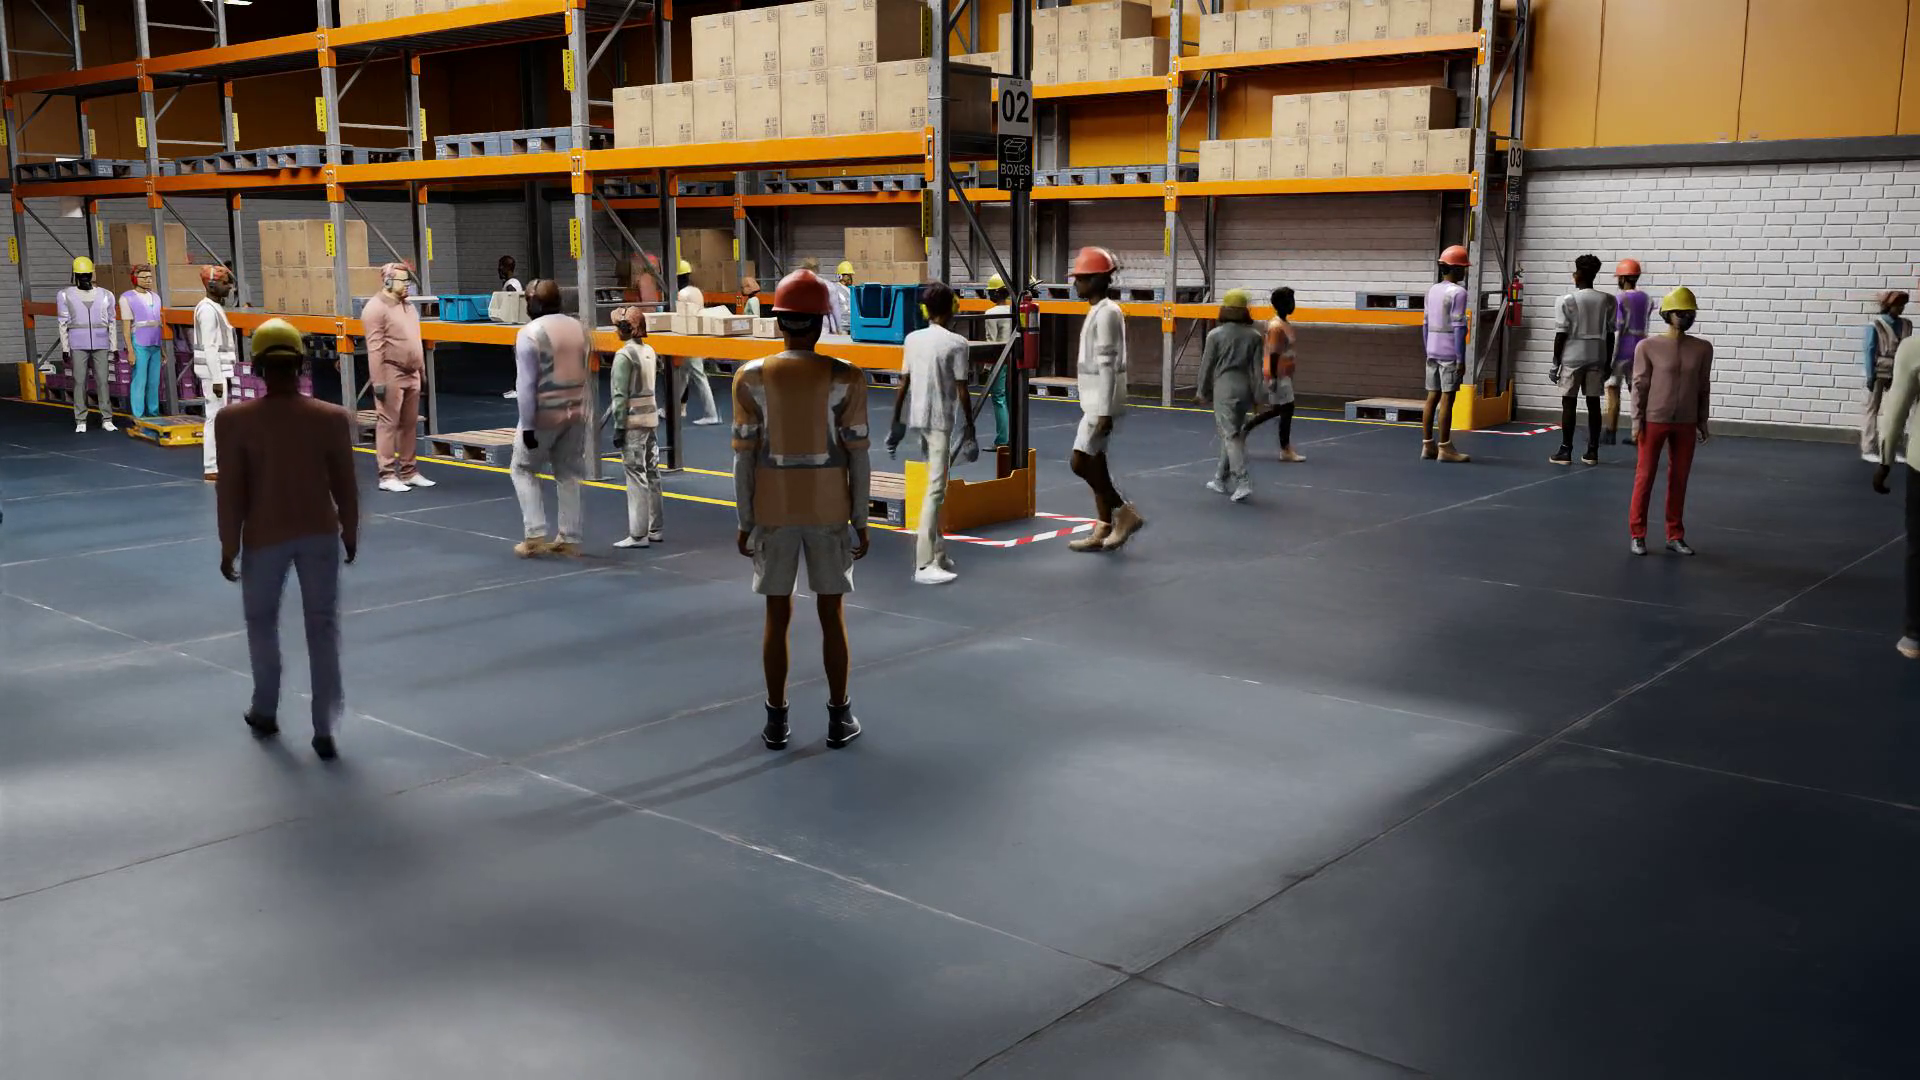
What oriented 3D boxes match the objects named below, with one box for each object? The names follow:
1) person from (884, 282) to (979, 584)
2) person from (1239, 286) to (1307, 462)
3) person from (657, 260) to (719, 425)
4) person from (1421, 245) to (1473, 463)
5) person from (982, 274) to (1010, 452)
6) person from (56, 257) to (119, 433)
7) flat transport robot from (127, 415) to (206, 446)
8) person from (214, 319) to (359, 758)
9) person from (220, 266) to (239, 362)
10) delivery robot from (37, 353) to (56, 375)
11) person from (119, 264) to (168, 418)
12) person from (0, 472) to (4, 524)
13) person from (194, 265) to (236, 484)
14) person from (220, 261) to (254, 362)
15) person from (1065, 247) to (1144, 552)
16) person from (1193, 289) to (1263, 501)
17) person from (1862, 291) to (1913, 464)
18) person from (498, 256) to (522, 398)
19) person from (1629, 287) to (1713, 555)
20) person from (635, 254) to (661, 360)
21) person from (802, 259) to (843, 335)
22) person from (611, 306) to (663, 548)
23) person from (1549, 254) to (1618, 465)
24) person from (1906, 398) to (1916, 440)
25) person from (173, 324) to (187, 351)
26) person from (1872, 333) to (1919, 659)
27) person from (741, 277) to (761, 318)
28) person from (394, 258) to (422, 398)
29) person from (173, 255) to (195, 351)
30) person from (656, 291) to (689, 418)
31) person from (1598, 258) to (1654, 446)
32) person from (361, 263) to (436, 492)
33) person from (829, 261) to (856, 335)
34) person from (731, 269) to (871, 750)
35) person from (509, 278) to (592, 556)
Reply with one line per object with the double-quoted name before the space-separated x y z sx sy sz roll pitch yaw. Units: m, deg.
"person" -0.146 -0.659 10.210 0.542 1.822 0.674 -8 13 -39
"person" 2.960 -1.578 15.811 0.657 1.671 0.530 3 10 14
"person" -3.207 -2.249 19.034 0.974 1.874 0.604 2 10 12
"person" 4.629 -1.759 15.785 0.394 2.044 0.609 -3 10 -15
"person" 0.394 -1.758 16.574 0.328 1.767 0.531 7 12 36
"person" -9.581 -2.144 18.312 0.585 1.927 0.366 -7 12 -36
"flat transport robot" -8.162 -1.157 17.403 0.652 0.197 1.431 -9 13 -41
"person" -2.735 -0.019 6.751 0.560 1.733 0.805 -6 12 -33
"person" -10.818 -3.183 24.576 0.863 1.809 0.649 9 14 43
"delivery robot" -12.811 -2.353 23.137 0.477 0.478 0.707 -7 12 -34
"person" -8.917 -2.080 18.177 0.374 1.843 0.573 2 10 11
"person" -4.908 -0.184 8.023 0.521 1.621 0.537 -5 11 -26
"person" -6.414 -1.421 14.349 0.346 1.878 0.577 -4 11 -20
"person" -10.255 -3.006 23.469 0.518 1.834 0.853 -4 11 -20
"person" 0.902 -0.904 10.958 0.448 2.027 0.630 0 10 -1
"person" 2.223 -1.183 13.494 0.500 1.700 0.908 -4 11 -19
"person" 8.719 -1.515 15.573 0.546 1.619 0.526 -2 10 -13
"person" -6.052 -2.885 22.557 0.398 1.920 0.590 -3 10 -14
"person" 4.683 -0.776 10.970 0.530 1.772 0.302 0 10 -2
"person" -4.747 -3.357 25.205 1.070 1.946 0.609 1 10 8
"person" -1.928 -2.824 22.364 0.698 1.871 1.028 1 10 8
"person" -2.197 -0.762 11.283 0.311 1.634 0.515 2 10 12
"person" 5.817 -1.680 15.553 0.612 1.965 0.362 -1 10 -6
"person" 5.038 -0.382 8.425 0.598 1.882 0.383 -1 10 -6
"person" -10.986 -3.062 23.637 0.647 1.901 0.402 -6 12 -31
"person" 4.835 -0.379 8.107 0.626 1.985 0.422 3 10 15
"person" -2.811 -2.730 22.480 0.279 1.633 0.497 -2 10 -9
"person" -7.353 -2.807 22.204 0.559 1.895 0.976 0 10 3
"person" -10.553 -2.956 22.969 0.636 1.928 0.989 -6 11 -30
"person" -3.313 -2.247 19.609 0.549 1.656 0.675 -2 10 -10
"person" 6.825 -1.922 17.057 0.553 1.936 0.392 -5 11 -25
"person" -4.686 -1.356 13.905 0.401 1.903 0.645 3 10 16
"person" -1.619 -3.029 23.619 0.404 1.830 0.602 6 12 32
"person" -0.634 -0.114 6.726 0.553 1.935 0.361 0 10 -2
"person" -2.708 -0.790 10.893 0.546 1.822 0.648 7 12 35
